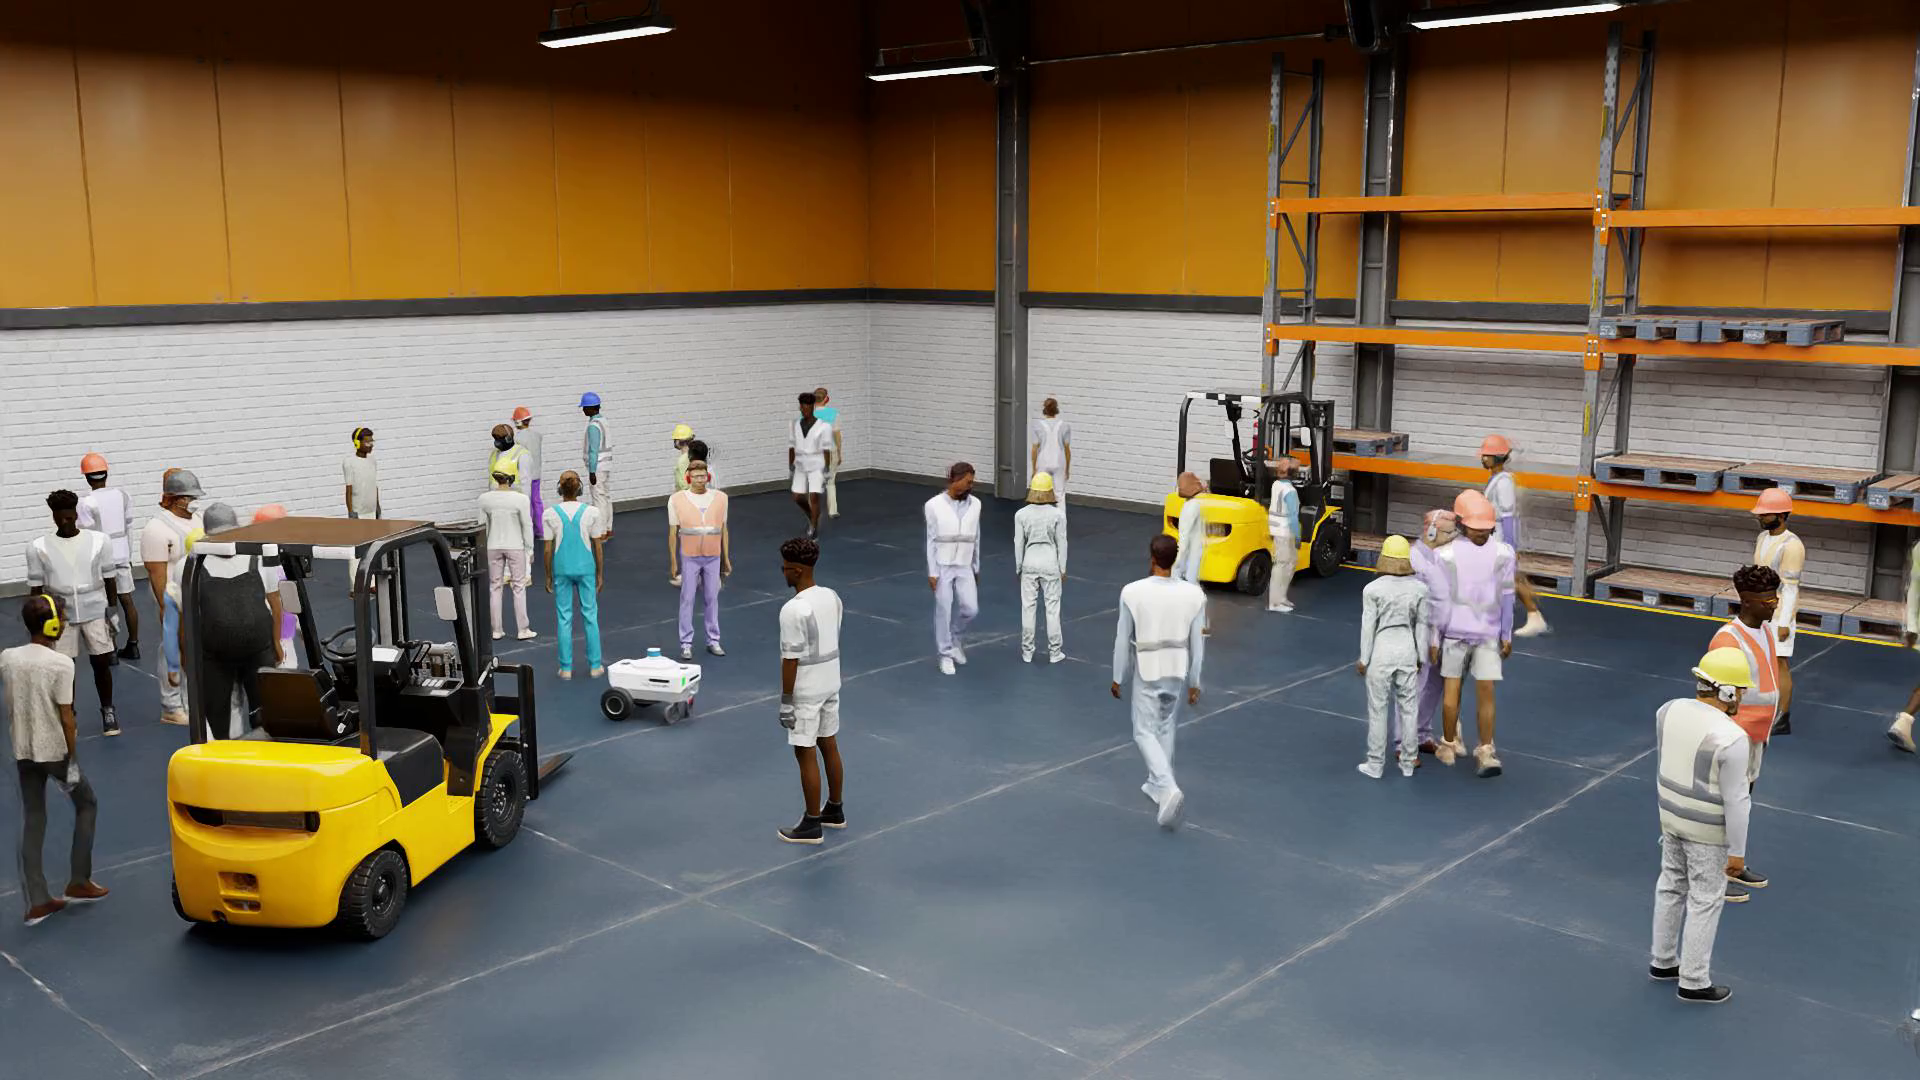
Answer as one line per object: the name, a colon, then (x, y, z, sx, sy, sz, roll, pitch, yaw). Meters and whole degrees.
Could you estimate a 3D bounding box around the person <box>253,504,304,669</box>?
person: (-4.945, 0.689, 12.137, 0.420, 1.931, 0.564, -1, 10, -8)

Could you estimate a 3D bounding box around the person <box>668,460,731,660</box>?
person: (-2.400, 0.171, 15.321, 0.572, 1.843, 0.373, -5, 11, -26)

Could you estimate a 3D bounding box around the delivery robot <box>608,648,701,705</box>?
delivery robot: (-2.454, 1.112, 13.377, 0.707, 0.478, 0.477, 3, 10, 16)

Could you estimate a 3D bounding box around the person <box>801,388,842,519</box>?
person: (-1.927, -1.195, 23.125, 0.563, 1.839, 0.389, 1, 10, 8)

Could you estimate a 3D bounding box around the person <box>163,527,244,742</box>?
person: (-5.284, 0.813, 11.739, 0.610, 1.827, 0.421, -7, 12, -36)

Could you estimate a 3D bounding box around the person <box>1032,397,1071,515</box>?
person: (1.191, -0.932, 21.632, 0.506, 1.838, 0.346, 0, 10, -1)

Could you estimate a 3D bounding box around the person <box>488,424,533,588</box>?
person: (-5.027, -0.387, 18.565, 0.635, 1.830, 0.429, 7, 12, 33)

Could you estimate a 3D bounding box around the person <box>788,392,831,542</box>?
person: (-1.918, -0.946, 21.405, 0.604, 1.948, 0.535, 4, 11, 20)

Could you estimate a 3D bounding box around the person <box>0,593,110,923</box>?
person: (-5.160, 1.208, 9.431, 0.539, 1.843, 0.627, 1, 10, 7)

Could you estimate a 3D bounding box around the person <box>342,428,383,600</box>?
person: (-6.405, -0.286, 17.902, 0.326, 1.861, 0.508, 4, 11, 20)

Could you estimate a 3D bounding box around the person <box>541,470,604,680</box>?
person: (-3.379, 0.308, 14.545, 0.506, 1.846, 0.348, -2, 10, -12)

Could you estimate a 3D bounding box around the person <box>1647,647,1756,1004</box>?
person: (3.709, 1.418, 8.307, 0.403, 1.818, 0.604, -3, 10, -15)

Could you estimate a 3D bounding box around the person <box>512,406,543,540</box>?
person: (-5.578, -0.842, 21.359, 0.335, 1.750, 0.567, 4, 11, 20)

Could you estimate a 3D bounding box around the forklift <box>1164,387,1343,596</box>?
forklift: (3.298, -0.608, 18.767, 1.214, 2.155, 2.313, 9, 13, 42)

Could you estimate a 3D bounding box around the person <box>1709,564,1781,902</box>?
person: (4.553, 1.101, 9.684, 0.361, 1.964, 0.613, 10, 14, 44)

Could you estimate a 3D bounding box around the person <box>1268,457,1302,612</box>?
person: (3.405, -0.053, 17.208, 0.455, 1.620, 0.545, -1, 10, -6)

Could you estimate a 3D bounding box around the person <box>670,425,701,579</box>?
person: (-3.135, -0.434, 18.999, 0.323, 1.767, 0.533, 1, 10, 7)

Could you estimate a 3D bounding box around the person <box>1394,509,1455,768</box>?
person: (3.442, 0.706, 12.161, 0.394, 1.896, 0.696, 8, 13, 39)

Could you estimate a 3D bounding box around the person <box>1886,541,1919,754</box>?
person: (7.179, 0.653, 12.088, 0.518, 2.028, 0.641, -3, 10, -14)

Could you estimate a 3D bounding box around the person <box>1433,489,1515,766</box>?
person: (3.689, 0.647, 12.095, 0.611, 2.040, 0.399, 1, 10, 7)

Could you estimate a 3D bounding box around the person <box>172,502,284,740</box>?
person: (-5.109, 0.717, 11.663, 0.699, 2.000, 0.537, -6, 12, -32)

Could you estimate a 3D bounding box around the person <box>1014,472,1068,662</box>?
person: (0.741, 0.250, 15.164, 0.484, 1.744, 0.296, 2, 10, 11)

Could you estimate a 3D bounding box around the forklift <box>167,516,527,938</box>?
forklift: (-3.583, 0.976, 9.748, 1.214, 2.155, 2.313, 2, 10, 11)

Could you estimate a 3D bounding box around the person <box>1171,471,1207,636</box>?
person: (2.185, 0.142, 16.151, 0.519, 1.616, 0.510, 1, 10, 5)

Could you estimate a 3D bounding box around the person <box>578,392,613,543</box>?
person: (-4.666, -0.933, 21.356, 0.416, 1.939, 0.605, 0, 10, 1)

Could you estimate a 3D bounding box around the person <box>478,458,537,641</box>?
person: (-4.355, 0.091, 16.011, 0.533, 1.767, 0.326, 1, 10, 5)

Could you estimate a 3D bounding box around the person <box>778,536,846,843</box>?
person: (-0.964, 0.945, 10.615, 0.386, 1.957, 0.604, 5, 11, 24)

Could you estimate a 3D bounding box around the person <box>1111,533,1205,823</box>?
person: (1.344, 0.903, 11.046, 0.596, 1.892, 0.811, -3, 10, -17)

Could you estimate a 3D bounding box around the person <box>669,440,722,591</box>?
person: (-2.939, -0.257, 18.232, 0.668, 1.677, 0.540, -2, 10, -10)

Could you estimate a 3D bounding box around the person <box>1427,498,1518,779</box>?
person: (3.683, 0.689, 11.961, 0.638, 1.983, 1.055, 1, 10, 6)

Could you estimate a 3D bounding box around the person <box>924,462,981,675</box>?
person: (-0.050, 0.246, 14.791, 0.575, 1.891, 0.447, -5, 11, -26)

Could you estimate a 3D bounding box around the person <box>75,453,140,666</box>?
person: (-7.738, 0.176, 15.052, 0.376, 1.932, 0.543, 5, 11, 25)

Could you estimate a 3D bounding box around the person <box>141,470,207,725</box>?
person: (-6.142, 0.435, 13.268, 0.536, 2.000, 0.684, 2, 10, 11)

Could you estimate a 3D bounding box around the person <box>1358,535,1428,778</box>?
person: (3.078, 0.828, 11.880, 0.492, 1.742, 0.319, -2, 10, -9)

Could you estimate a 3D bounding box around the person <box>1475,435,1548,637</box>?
person: (5.225, -0.025, 16.085, 1.075, 1.999, 0.625, 2, 10, 13)

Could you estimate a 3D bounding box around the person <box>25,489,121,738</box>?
person: (-6.785, 0.569, 12.762, 0.608, 1.954, 0.390, -6, 11, -29)

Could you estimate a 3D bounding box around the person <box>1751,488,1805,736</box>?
person: (6.290, 0.554, 12.927, 0.400, 1.928, 0.542, 0, 10, -3)
